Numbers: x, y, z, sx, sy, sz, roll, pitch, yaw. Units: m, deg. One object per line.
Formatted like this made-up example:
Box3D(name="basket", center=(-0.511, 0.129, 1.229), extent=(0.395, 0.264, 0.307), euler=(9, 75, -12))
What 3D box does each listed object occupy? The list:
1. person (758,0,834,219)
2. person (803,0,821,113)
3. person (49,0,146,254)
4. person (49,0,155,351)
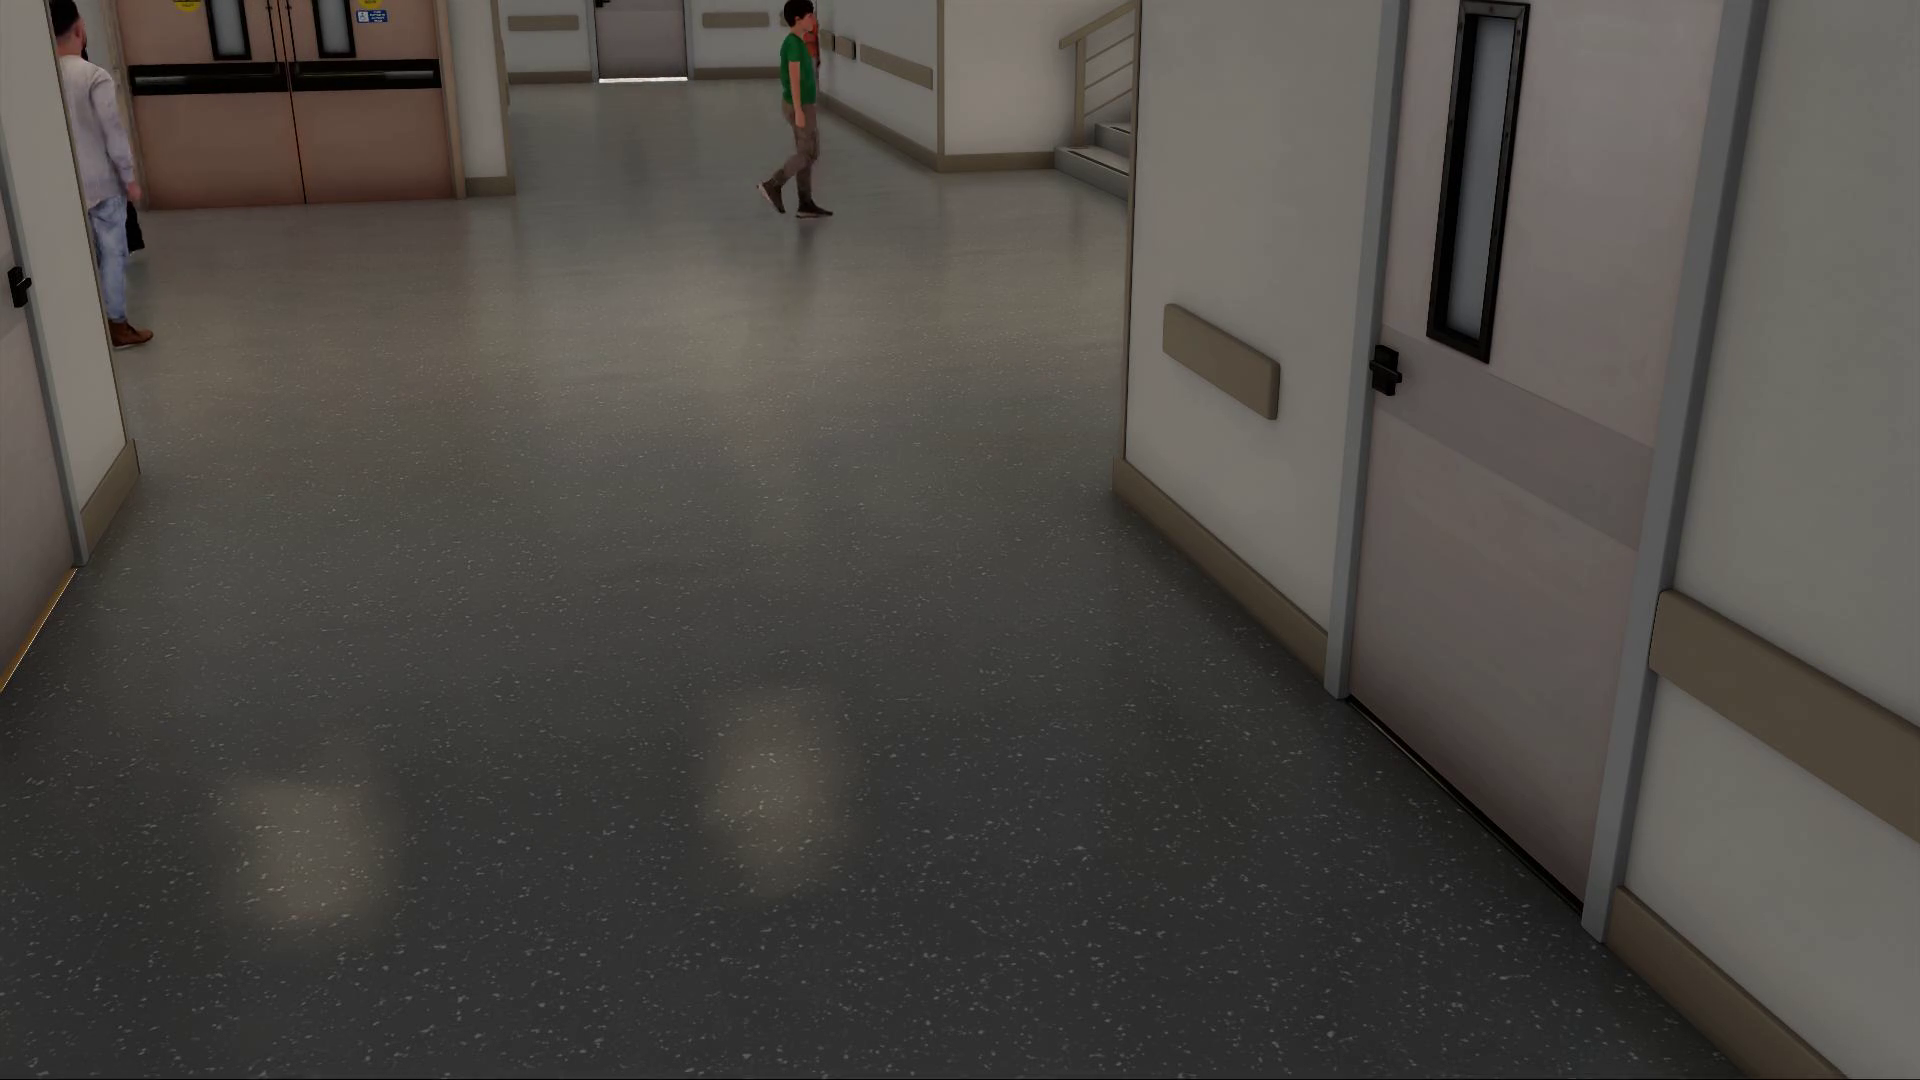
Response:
Box3D(name="person", center=(-1.312, -3.293, 12.750), extent=(0.876, 1.645, 0.730), euler=(1, 21, 2))
Box3D(name="person", center=(-1.837, -5.746, 19.717), extent=(0.803, 1.296, 0.561), euler=(-5, 21, -12))
Box3D(name="person", center=(-5.902, -2.784, 11.165), extent=(1.152, 1.816, 1.266), euler=(16, 26, 35))
Box3D(name="person", center=(-4.658, -1.892, 8.791), extent=(0.860, 1.828, 0.926), euler=(7, 22, 18))
